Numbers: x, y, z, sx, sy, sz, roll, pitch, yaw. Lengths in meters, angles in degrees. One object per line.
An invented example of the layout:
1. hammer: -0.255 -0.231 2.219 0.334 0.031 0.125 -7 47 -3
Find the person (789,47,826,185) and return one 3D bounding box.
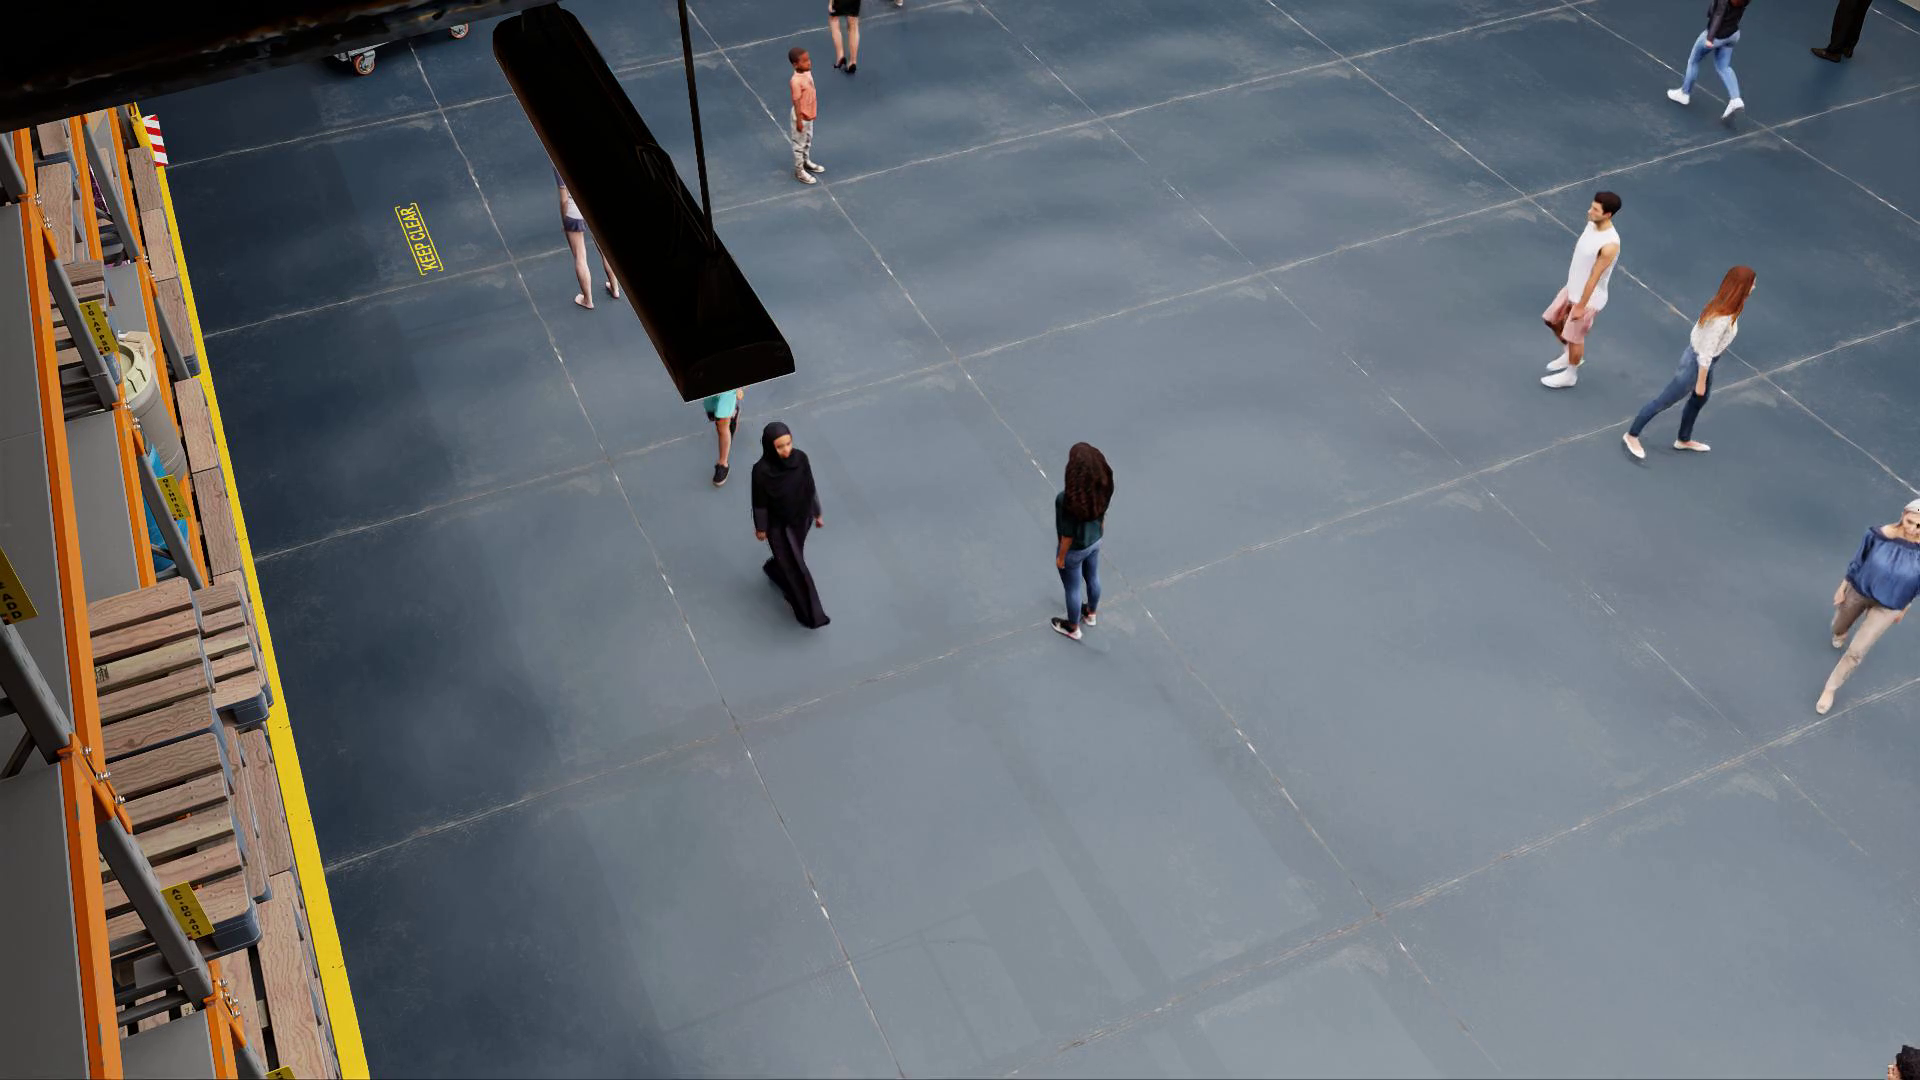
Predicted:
1. person: -1.475 -4.001 15.569 0.617 1.310 0.559 15 46 15

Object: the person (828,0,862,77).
1. person: -1.111 -5.459 16.863 0.631 1.637 0.593 -23 48 -23

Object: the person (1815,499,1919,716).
1. person: 5.925 0.342 10.746 1.063 1.675 0.992 25 49 24

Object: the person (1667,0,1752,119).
1. person: 7.517 -4.907 16.307 0.710 1.604 1.069 -21 48 -21

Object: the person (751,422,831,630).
1. person: -1.221 -0.202 11.367 0.800 1.606 1.135 -30 51 -28

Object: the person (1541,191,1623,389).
1. person: 5.000 -1.946 13.076 0.822 1.773 0.736 -2 44 -2

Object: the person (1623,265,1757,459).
1. person: 5.461 -1.325 12.475 0.970 1.703 0.864 26 49 25

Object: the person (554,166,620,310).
1. person: -3.156 -2.746 13.919 0.621 1.769 0.613 -27 50 -26

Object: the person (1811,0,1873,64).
1. person: 9.317 -5.874 17.095 0.712 1.917 0.593 -22 48 -21

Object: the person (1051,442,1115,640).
1. person: 0.804 0.010 11.138 0.668 1.615 0.677 -32 52 -29
